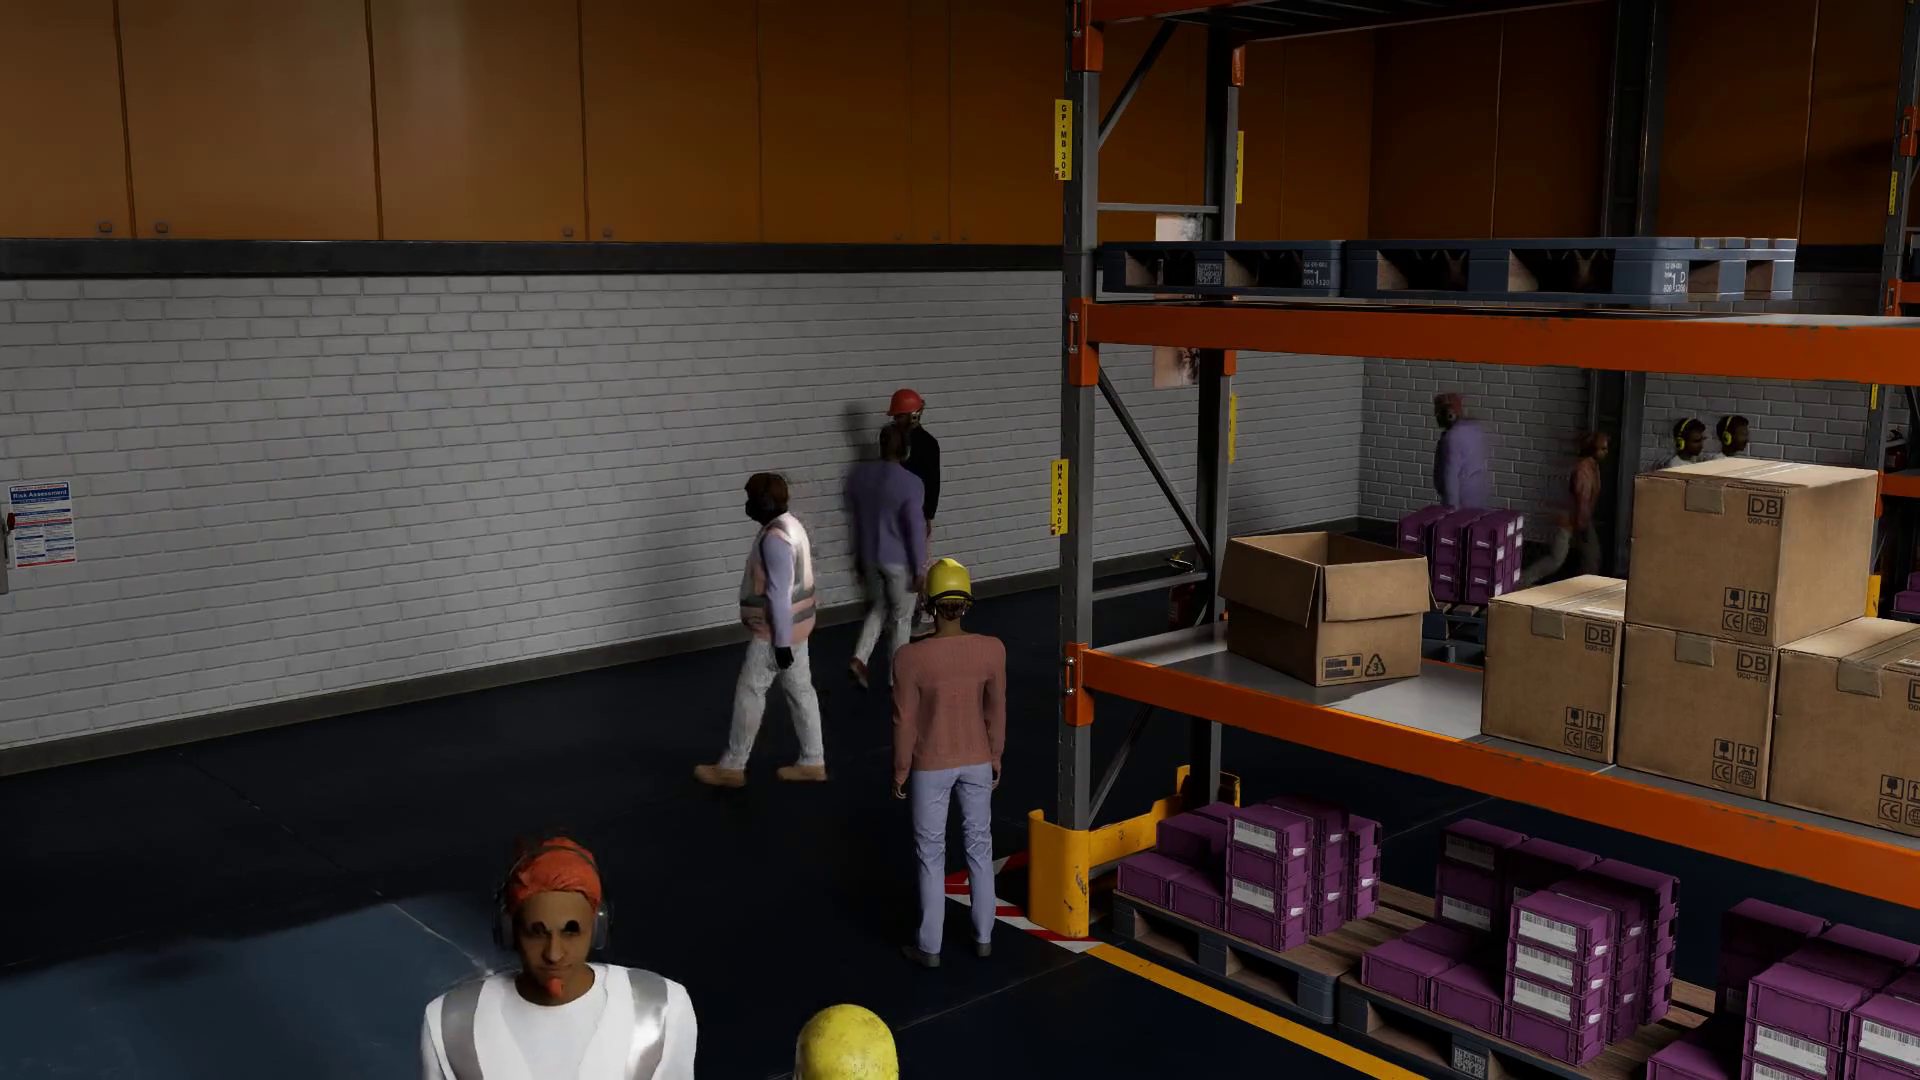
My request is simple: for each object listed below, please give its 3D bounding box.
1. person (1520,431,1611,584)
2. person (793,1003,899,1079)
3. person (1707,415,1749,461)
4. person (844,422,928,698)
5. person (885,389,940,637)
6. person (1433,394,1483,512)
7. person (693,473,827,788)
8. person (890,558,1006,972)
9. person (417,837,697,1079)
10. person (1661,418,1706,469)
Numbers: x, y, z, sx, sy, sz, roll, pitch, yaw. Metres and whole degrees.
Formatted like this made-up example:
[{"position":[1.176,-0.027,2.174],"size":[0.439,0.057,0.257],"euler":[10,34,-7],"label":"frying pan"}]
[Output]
[{"position":[5.149,-0.161,14.169],"size":[0.825,1.580,0.492],"euler":[9,13,43],"label":"person"},{"position":[-0.115,1.705,2.907],"size":[0.513,1.698,0.802],"euler":[-4,10,-22],"label":"person"},{"position":[5.922,-0.076,12.971],"size":[0.953,1.832,0.535],"euler":[8,12,39],"label":"person"},{"position":[-0.500,0.152,11.339],"size":[0.645,1.921,0.514],"euler":[8,13,39],"label":"person"},{"position":[-0.402,-0.221,13.337],"size":[0.393,1.985,0.611],"euler":[-6,12,-33],"label":"person"},{"position":[4.253,-0.341,14.405],"size":[0.887,1.846,0.745],"euler":[8,12,38],"label":"person"},{"position":[-1.164,0.519,9.514],"size":[0.853,1.808,0.666],"euler":[0,10,3],"label":"person"},{"position":[-0.052,0.954,7.097],"size":[0.528,1.768,0.313],"euler":[-4,11,-23],"label":"person"},{"position":[-0.834,1.517,3.537],"size":[0.578,1.865,0.648],"euler":[-2,10,-10],"label":"person"},{"position":[5.332,-0.019,12.602],"size":[0.602,1.845,0.519],"euler":[7,12,35],"label":"person"}]
